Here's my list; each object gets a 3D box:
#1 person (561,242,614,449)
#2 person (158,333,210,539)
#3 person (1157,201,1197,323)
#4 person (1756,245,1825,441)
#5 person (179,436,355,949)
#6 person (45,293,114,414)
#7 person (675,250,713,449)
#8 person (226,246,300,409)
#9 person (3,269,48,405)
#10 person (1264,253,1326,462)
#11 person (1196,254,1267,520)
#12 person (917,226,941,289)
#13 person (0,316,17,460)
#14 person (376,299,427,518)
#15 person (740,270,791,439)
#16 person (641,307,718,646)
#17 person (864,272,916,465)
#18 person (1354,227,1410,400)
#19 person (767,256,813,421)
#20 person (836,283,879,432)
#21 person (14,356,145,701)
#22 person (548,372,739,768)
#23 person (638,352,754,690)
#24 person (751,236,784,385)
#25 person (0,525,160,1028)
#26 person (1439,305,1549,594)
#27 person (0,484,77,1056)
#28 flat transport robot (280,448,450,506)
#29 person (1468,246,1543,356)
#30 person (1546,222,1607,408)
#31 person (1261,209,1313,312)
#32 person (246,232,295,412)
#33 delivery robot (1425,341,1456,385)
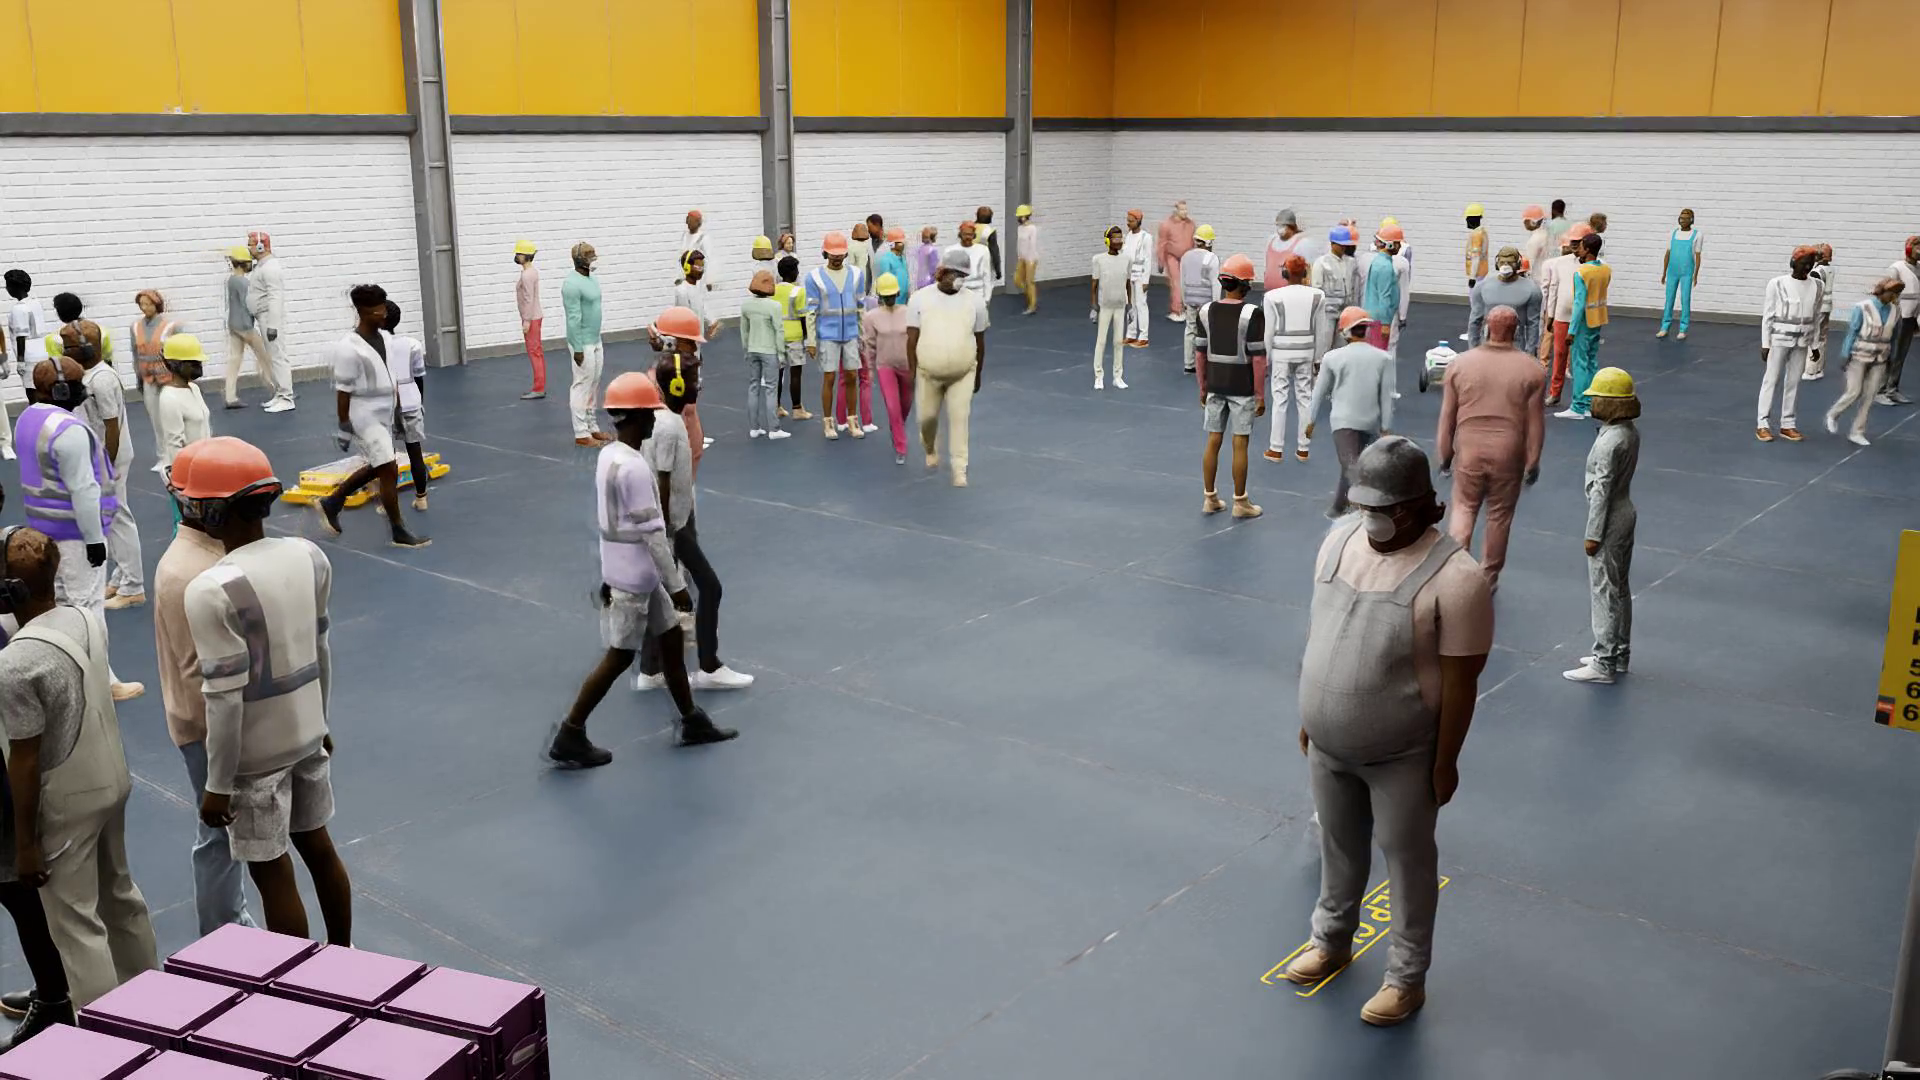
[{"bbox_3d":[-3.535,-1.847,15.760,0.366,1.939,0.635,2,14,6],"label":"person"},{"bbox_3d":[-4.802,-0.418,10.422,0.337,1.757,0.518,-2,14,-9],"label":"person"},{"bbox_3d":[3.426,-4.259,25.557,0.656,1.858,0.996,-7,15,-25],"label":"person"},{"bbox_3d":[8.012,-1.890,16.045,0.573,1.883,0.355,-1,14,-3],"label":"person"},{"bbox_3d":[-2.308,0.668,5.500,0.393,2.041,0.612,3,14,14],"label":"person"},{"bbox_3d":[-7.364,-1.260,14.001,0.531,1.645,0.921,-11,18,-38],"label":"person"},{"bbox_3d":[-2.529,-1.801,15.729,0.313,1.864,0.530,0,14,1],"label":"person"},{"bbox_3d":[-7.617,-2.290,17.946,0.820,1.726,0.545,-13,19,-42],"label":"person"},{"bbox_3d":[-8.788,-1.716,15.749,0.321,1.686,0.537,-2,14,-10],"label":"person"},{"bbox_3d":[3.003,-1.641,15.053,0.576,1.883,0.355,-1,14,-6],"label":"person"},{"bbox_3d":[2.108,-1.178,12.878,0.606,2.044,0.374,11,18,38],"label":"person"},{"bbox_3d":[-0.423,-3.566,23.269,0.362,1.623,0.517,-8,16,-28],"label":"person"},{"bbox_3d":[-8.879,-1.619,15.024,0.509,1.859,0.341,-9,17,-33],"label":"person"},{"bbox_3d":[-4.406,-1.024,12.957,0.535,1.700,0.318,-13,19,-41],"label":"person"},{"bbox_3d":[-1.906,-1.801,16.195,0.501,1.629,0.286,9,17,32],"label":"person"},{"bbox_3d":[-1.662,-0.374,9.781,0.402,1.984,0.613,-4,15,-16],"label":"person"},{"bbox_3d":[-0.590,-1.593,15.189,0.563,1.727,0.778,-1,14,-6],"label":"person"},{"bbox_3d":[4.671,-2.513,18.489,0.643,1.910,0.400,8,16,29],"label":"person"},{"bbox_3d":[-1.776,-2.079,17.185,0.538,1.692,0.319,9,17,31],"label":"person"},{"bbox_3d":[-1.045,-1.885,16.559,0.497,1.627,0.300,4,14,14],"label":"person"},{"bbox_3d":[-4.675,-0.052,8.787,0.624,1.844,0.430,12,18,39],"label":"person"},{"bbox_3d":[-1.566,0.157,7.916,0.940,1.903,0.545,-4,15,-16],"label":"person"},{"bbox_3d":[-1.423,-0.081,8.906,0.757,1.837,0.575,-3,14,-13],"label":"person"},{"bbox_3d":[-2.288,-2.688,19.520,0.322,1.742,0.493,7,16,26],"label":"person"},{"bbox_3d":[-2.795,0.847,5.216,0.349,1.837,0.502,0,14,0],"label":"person"},{"bbox_3d":[3.398,-0.550,10.676,0.659,1.890,0.560,7,16,25],"label":"person"},{"bbox_3d":[-3.104,0.731,5.401,0.361,1.964,0.616,-4,15,-15],"label":"person"},{"bbox_3d":[-4.959,-0.542,13.927,0.652,0.197,1.431,4,15,16],"label":"flat transport robot"},{"bbox_3d":[4.963,-1.716,15.238,0.630,1.940,0.372,6,15,22],"label":"person"},{"bbox_3d":[6.574,-2.390,17.816,0.617,1.994,0.381,14,19,43],"label":"person"},{"bbox_3d":[4.094,-3.193,20.933,1.024,2.000,0.705,-14,19,-43],"label":"person"},{"bbox_3d":[-7.371,-2.320,17.718,0.401,1.906,0.650,-7,15,-24],"label":"person"},{"bbox_3d":[5.555,-2.043,19.161,0.477,0.478,0.707,3,14,12],"label":"delivery robot"}]
